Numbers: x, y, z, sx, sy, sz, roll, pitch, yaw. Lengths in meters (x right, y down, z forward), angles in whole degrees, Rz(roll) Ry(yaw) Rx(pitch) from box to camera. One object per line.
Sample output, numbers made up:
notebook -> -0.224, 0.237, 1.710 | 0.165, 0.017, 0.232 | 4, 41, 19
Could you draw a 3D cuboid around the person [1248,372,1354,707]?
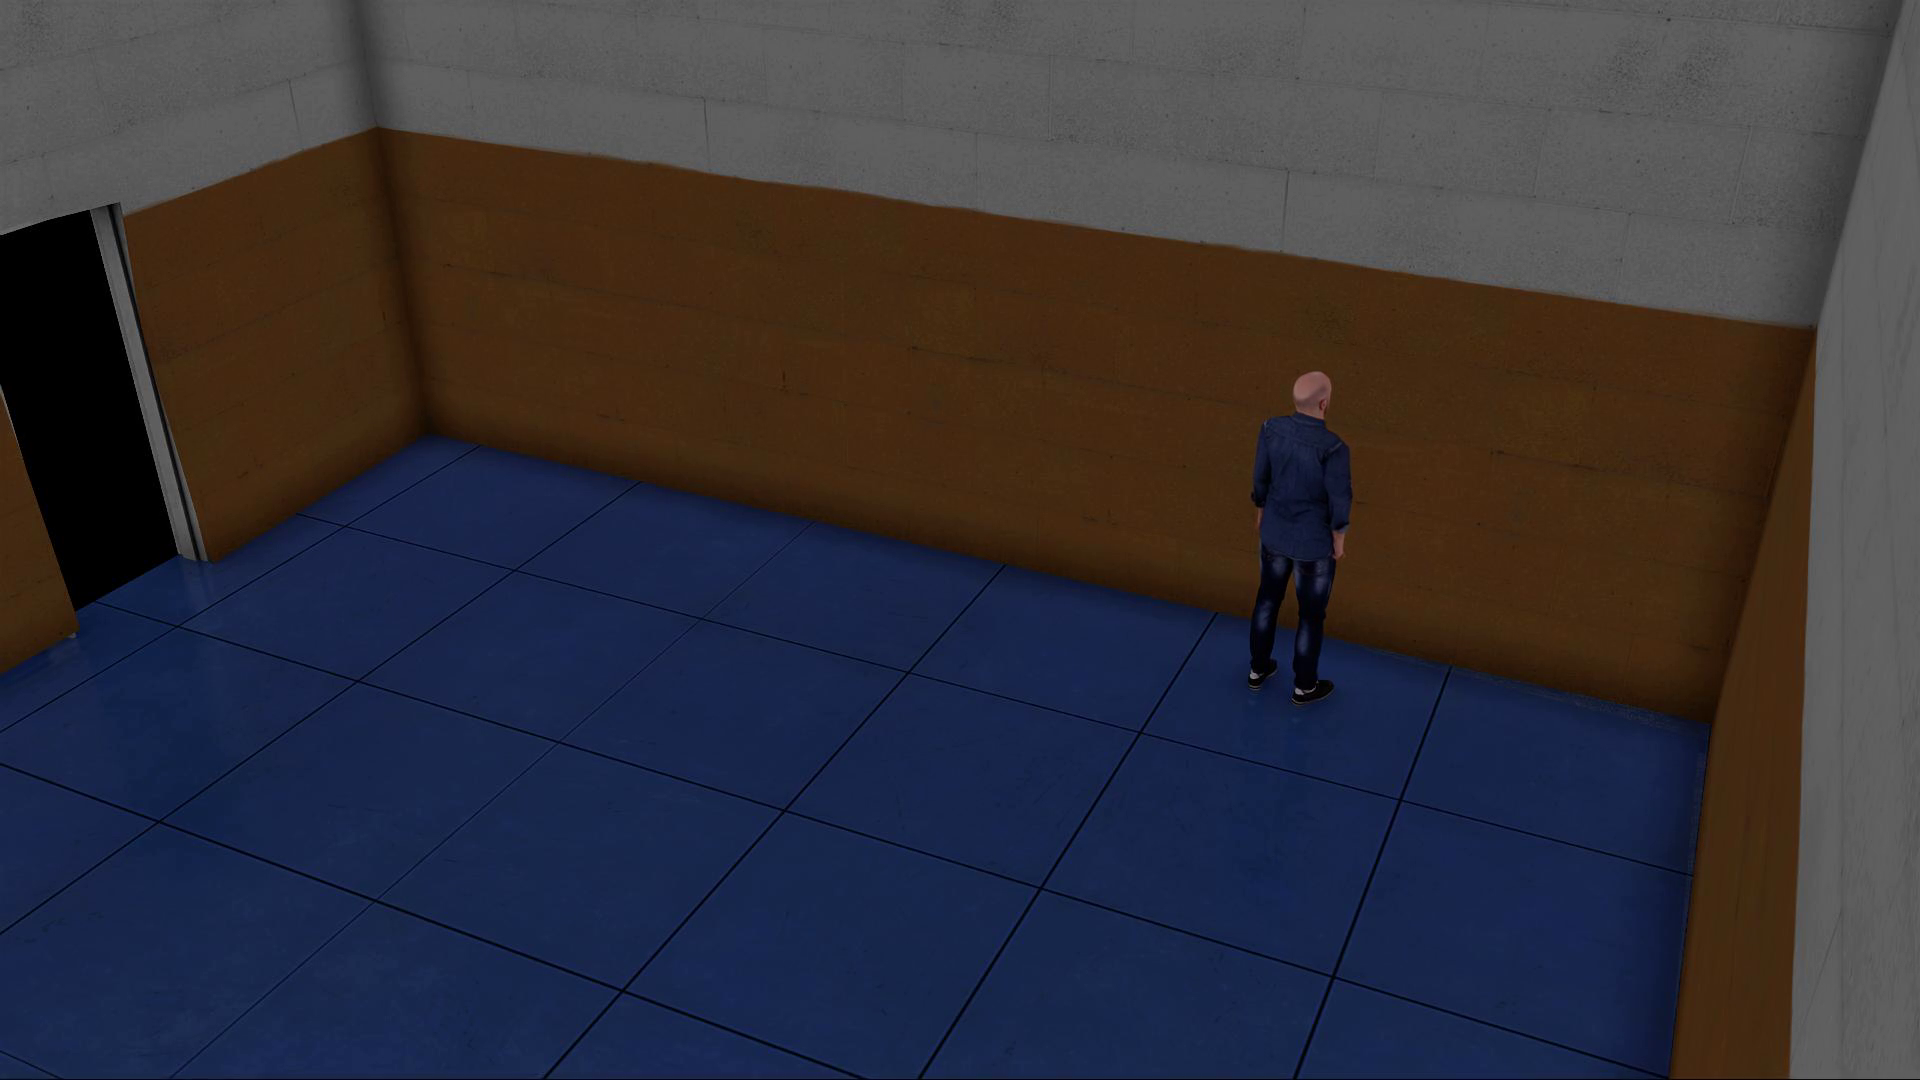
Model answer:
person -> 1.731, -0.007, 8.488 | 0.635, 1.826, 0.834 | 23, 36, 35
